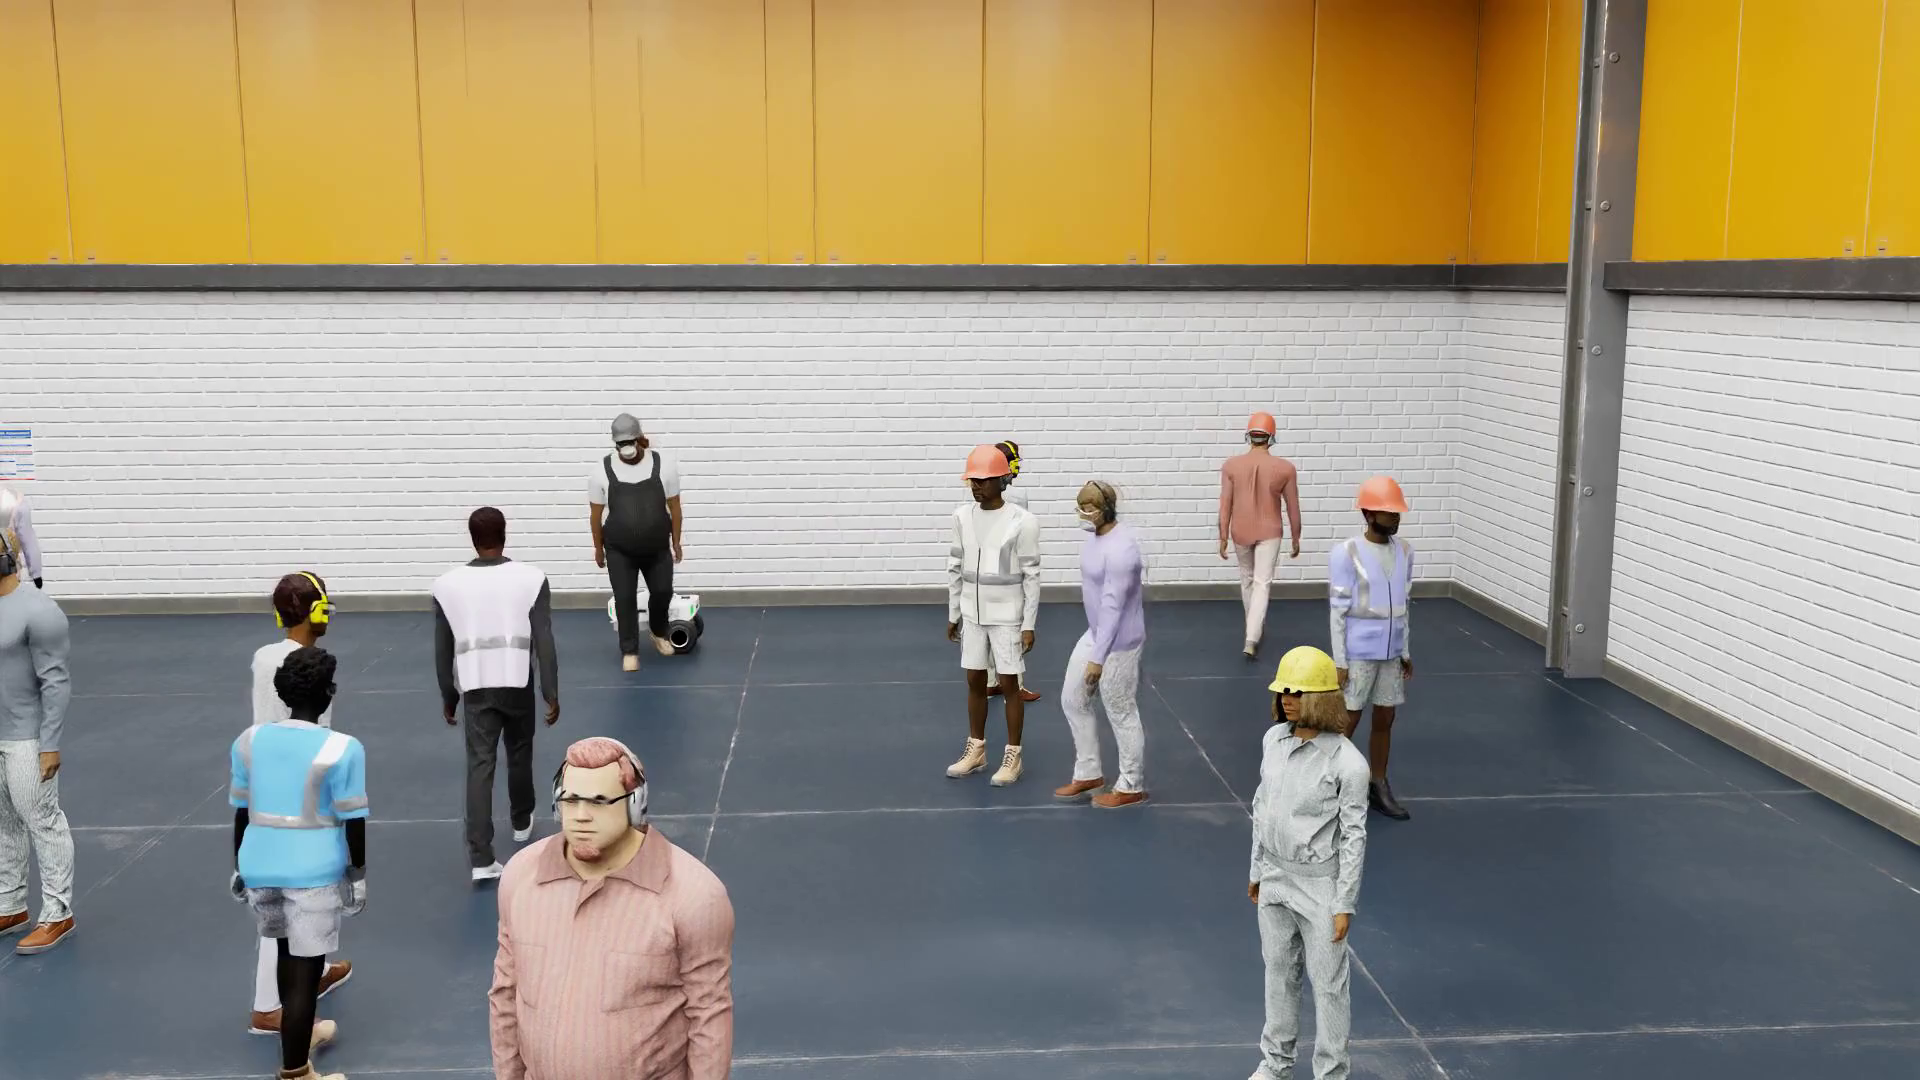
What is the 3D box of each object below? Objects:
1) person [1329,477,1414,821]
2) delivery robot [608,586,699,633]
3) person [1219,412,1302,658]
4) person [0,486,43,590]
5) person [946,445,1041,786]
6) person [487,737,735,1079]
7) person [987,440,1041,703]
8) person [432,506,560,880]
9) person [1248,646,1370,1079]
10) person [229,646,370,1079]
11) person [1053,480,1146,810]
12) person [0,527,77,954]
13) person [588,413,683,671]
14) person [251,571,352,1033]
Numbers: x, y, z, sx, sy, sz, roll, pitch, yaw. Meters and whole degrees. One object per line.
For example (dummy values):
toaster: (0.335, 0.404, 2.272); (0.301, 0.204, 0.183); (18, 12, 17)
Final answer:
person: (2.293, 0.613, 9.245); (0.553, 1.936, 0.480); (-4, 10, -25)
delivery robot: (-2.483, 0.571, 13.489); (0.707, 0.478, 0.477); (0, 9, -1)
person: (2.412, -0.054, 13.380); (0.641, 1.945, 1.038); (3, 10, 20)
person: (-6.925, 0.248, 11.897); (0.662, 1.800, 0.910); (-3, 10, -18)
person: (0.172, 0.449, 9.891); (0.615, 2.041, 0.392); (6, 11, 34)
person: (-0.892, 1.424, 4.179); (0.643, 1.913, 0.408); (2, 9, 13)
person: (0.333, 0.225, 11.827); (0.513, 1.876, 0.328); (9, 12, 43)
person: (-2.382, 0.767, 8.573); (0.633, 1.847, 1.032); (-2, 9, -10)
person: (1.210, 1.231, 5.915); (0.297, 1.745, 0.484); (-7, 11, -36)
person: (-2.426, 1.225, 6.215); (0.553, 1.661, 0.636); (2, 9, 15)
person: (0.774, 0.604, 9.349); (0.642, 1.902, 0.639); (-2, 9, -13)
person: (-4.268, 0.886, 7.475); (0.630, 1.940, 0.372); (3, 10, 19)
person: (-2.513, -0.027, 12.885); (0.705, 2.000, 0.736); (-2, 9, -15)
person: (-2.685, 1.054, 6.776); (0.533, 1.836, 0.595); (9, 12, 43)
